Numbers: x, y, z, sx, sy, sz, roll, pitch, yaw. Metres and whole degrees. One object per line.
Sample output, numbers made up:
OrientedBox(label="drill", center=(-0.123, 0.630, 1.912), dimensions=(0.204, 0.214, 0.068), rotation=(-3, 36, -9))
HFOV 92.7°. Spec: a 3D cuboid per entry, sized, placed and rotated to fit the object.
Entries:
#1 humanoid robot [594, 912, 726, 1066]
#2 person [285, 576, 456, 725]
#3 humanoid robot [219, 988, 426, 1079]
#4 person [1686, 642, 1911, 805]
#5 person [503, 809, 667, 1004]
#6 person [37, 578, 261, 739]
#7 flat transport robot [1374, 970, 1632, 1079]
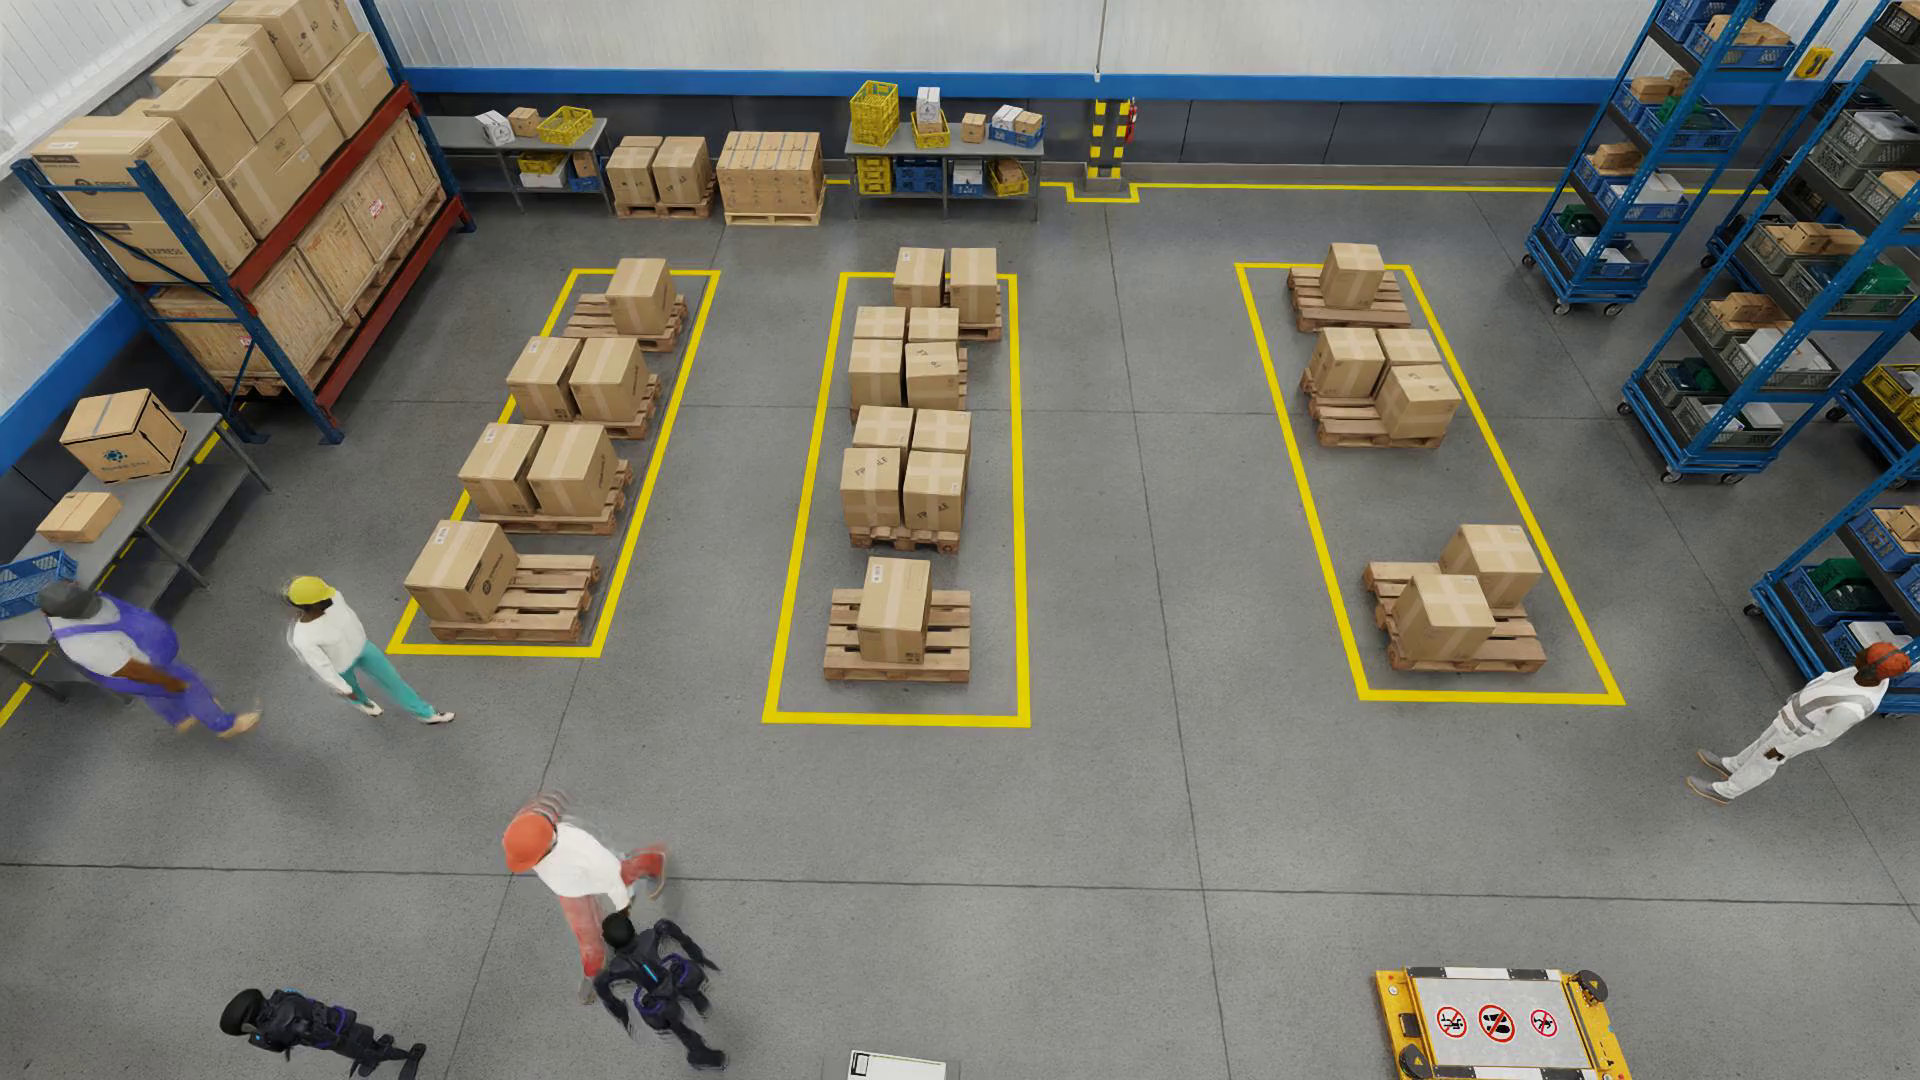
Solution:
OrientedBox(label="humanoid robot", center=(-1.711, 2.695, 5.415), dimensions=(0.612, 1.615, 0.584), rotation=(30, 57, 22))
OrientedBox(label="person", center=(-4.543, 0.876, 6.838), dimensions=(0.920, 1.699, 0.554), rotation=(11, 52, 9))
OrientedBox(label="humanoid robot", center=(-3.639, 2.848, 5.251), dimensions=(0.590, 1.652, 0.308), rotation=(9, 51, 7))
OrientedBox(label="person", center=(5.831, 1.298, 6.386), dimensions=(0.573, 1.884, 0.361), rotation=(-37, 60, -26))
OrientedBox(label="person", center=(-2.323, 2.089, 5.719), dimensions=(0.635, 1.933, 1.061), rotation=(9, 51, 8))
OrientedBox(label="person", center=(-5.958, 0.844, 6.656), dimensions=(0.725, 2.000, 0.541), rotation=(32, 57, 23))
OrientedBox(label="flat transport robot", center=(3.501, 3.133, 5.914), dimensions=(1.431, 0.197, 0.652), rotation=(1, 51, 1))
